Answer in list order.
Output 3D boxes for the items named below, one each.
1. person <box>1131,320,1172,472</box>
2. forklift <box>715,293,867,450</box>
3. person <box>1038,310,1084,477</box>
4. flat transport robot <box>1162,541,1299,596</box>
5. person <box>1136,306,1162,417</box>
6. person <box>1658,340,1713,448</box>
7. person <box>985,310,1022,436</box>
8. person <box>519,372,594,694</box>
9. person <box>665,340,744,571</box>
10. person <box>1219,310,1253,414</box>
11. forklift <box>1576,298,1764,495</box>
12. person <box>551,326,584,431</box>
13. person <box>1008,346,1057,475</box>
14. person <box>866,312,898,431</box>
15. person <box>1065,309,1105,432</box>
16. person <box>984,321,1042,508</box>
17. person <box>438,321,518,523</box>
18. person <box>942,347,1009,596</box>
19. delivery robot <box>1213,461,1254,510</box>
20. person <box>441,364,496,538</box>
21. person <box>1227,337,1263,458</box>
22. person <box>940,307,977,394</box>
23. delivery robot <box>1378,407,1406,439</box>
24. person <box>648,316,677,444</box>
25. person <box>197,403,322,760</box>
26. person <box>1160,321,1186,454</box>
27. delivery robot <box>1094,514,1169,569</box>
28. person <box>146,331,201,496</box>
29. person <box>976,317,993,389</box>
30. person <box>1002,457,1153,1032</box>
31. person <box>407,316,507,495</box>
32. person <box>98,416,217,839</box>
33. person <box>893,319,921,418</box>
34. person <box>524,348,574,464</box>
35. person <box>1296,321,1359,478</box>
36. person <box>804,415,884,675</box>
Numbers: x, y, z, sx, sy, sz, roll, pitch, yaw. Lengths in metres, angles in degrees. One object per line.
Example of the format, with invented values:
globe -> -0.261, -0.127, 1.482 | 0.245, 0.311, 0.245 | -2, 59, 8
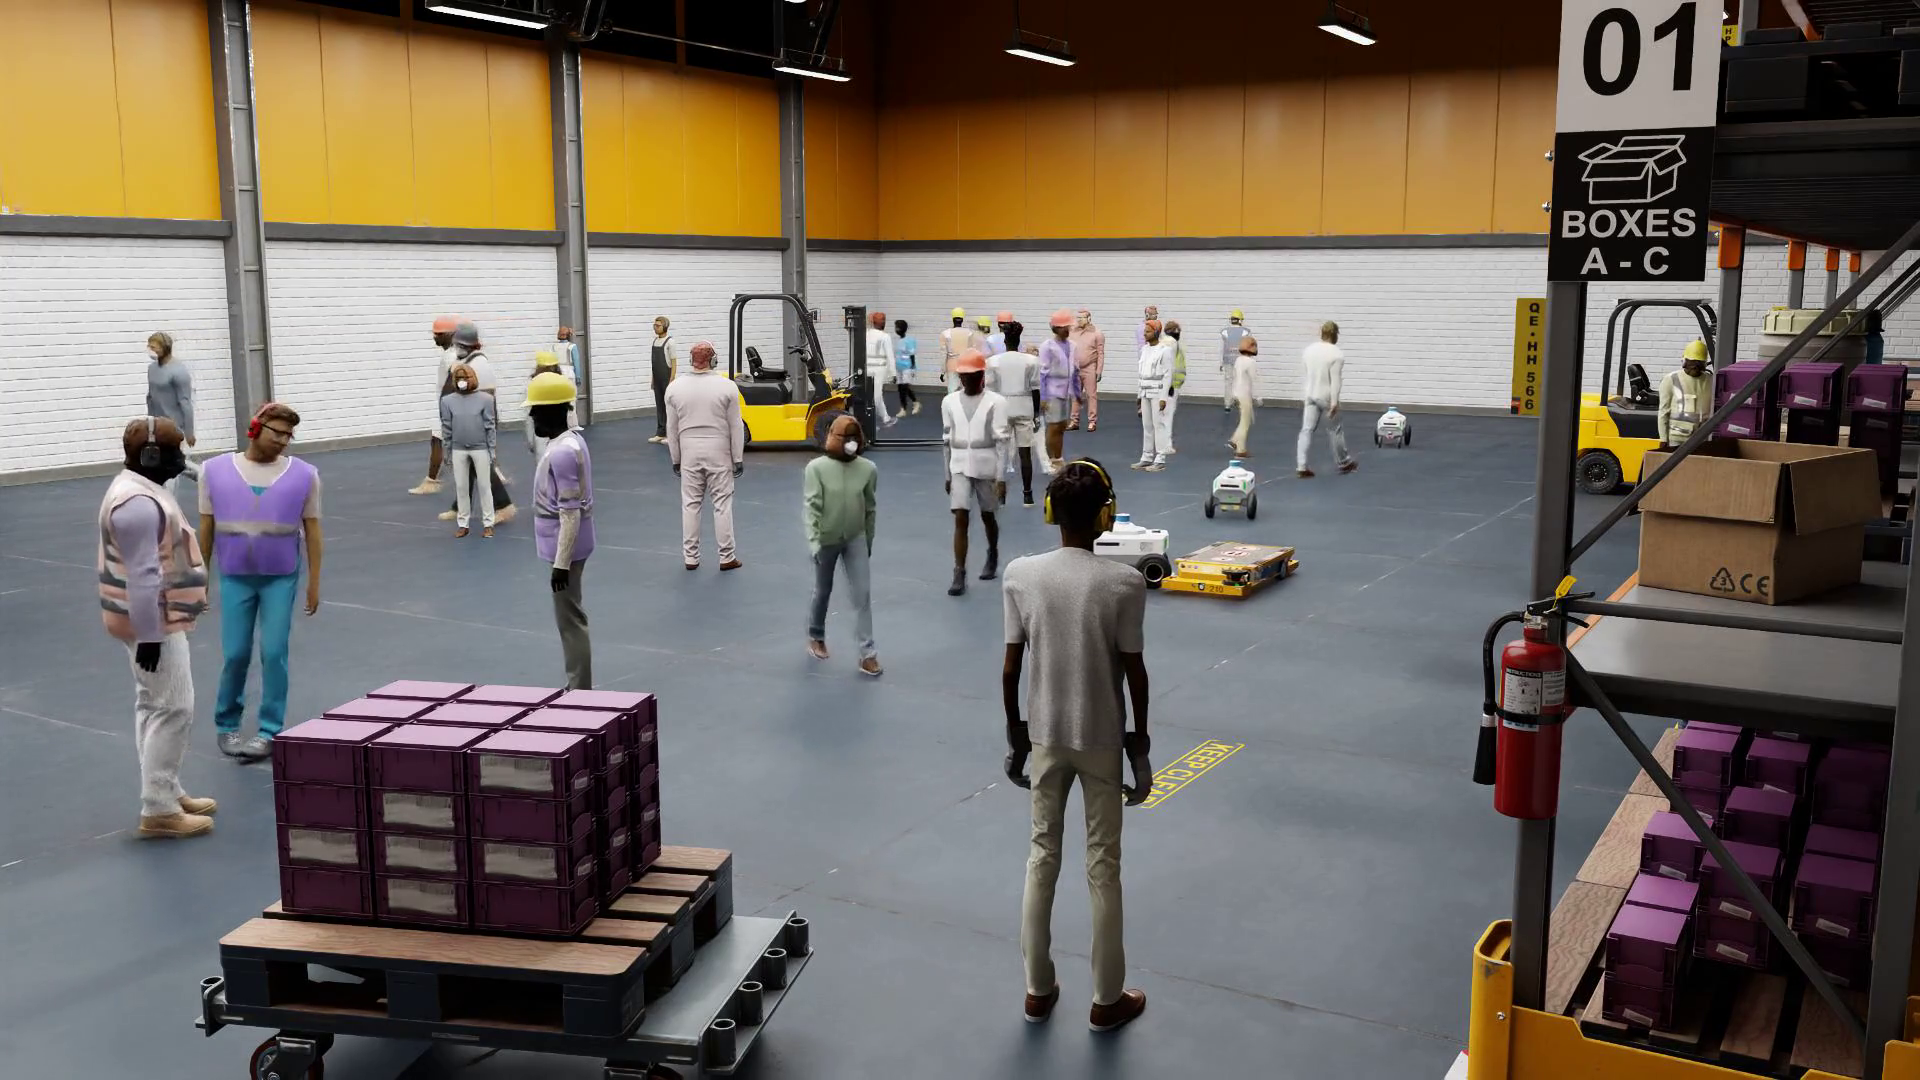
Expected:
person -> 2.395, -1.791, 20.695 | 0.355, 1.883, 0.574 | -5, 10, -29
forklift -> -2.458, -2.344, 23.176 | 2.313, 2.155, 1.214 | 0, 9, -2
person -> 1.250, -1.773, 20.216 | 0.486, 2.022, 0.754 | 8, 12, 41
flat transport robot -> 2.168, 0.212, 13.207 | 0.652, 0.197, 1.431 | 5, 10, 28
person -> 3.269, -3.056, 28.511 | 0.407, 1.906, 0.655 | 6, 11, 33
person -> 6.957, -0.990, 15.879 | 0.592, 1.823, 0.404 | -1, 9, -6
person -> 0.628, -2.303, 23.715 | 0.552, 1.935, 0.373 | 1, 9, 7
person -> -2.183, 0.048, 9.079 | 0.373, 1.924, 0.594 | -2, 9, -13
person -> -2.091, -0.692, 13.756 | 0.643, 1.909, 0.410 | 1, 9, 5
person -> 4.843, -3.124, 29.193 | 0.586, 1.824, 0.403 | 3, 9, 16
forklift -> 7.954, -1.589, 18.462 | 2.313, 2.155, 1.214 | 5, 11, 30
person -> -6.147, -2.516, 25.974 | 0.514, 1.640, 0.309 | 4, 10, 25
person -> 0.823, -1.578, 20.320 | 0.524, 1.577, 0.856 | -6, 11, -33
person -> -1.216, -2.626, 26.037 | 0.616, 1.834, 0.948 | 8, 12, 40
person -> 1.919, -2.642, 25.929 | 0.651, 1.907, 0.409 | 5, 10, 28
person -> 0.553, -1.312, 17.438 | 0.600, 1.967, 0.368 | 0, 9, 0
person -> -4.803, -1.183, 16.407 | 0.651, 2.000, 0.782 | -5, 10, -29
person -> 0.128, -0.561, 13.017 | 0.553, 1.900, 0.992 | 2, 9, 15
delivery robot -> 2.778, -0.560, 16.848 | 0.477, 0.478, 0.707 | 3, 10, 16
person -> -4.563, -0.825, 15.465 | 0.505, 1.626, 0.287 | 0, 9, -2
person -> 3.824, -1.888, 22.135 | 0.353, 1.622, 0.521 | -2, 9, -11
person -> -0.033, -2.679, 26.096 | 0.594, 1.924, 0.381 | -2, 9, -15
delivery robot -> 6.148, -1.651, 23.660 | 0.477, 0.478, 0.707 | 3, 10, 18
person -> -4.289, -2.303, 24.007 | 0.506, 1.847, 0.345 | 8, 12, 42
person -> -3.559, 0.218, 8.440 | 0.621, 1.810, 0.506 | -3, 10, -20
person -> 2.888, -2.092, 22.851 | 0.433, 1.807, 0.726 | 0, 9, 0
delivery robot -> 1.286, 0.035, 13.133 | 0.707, 0.478, 0.477 | 1, 9, 4
person -> -7.803, -1.144, 16.636 | 0.647, 1.907, 0.904 | 8, 12, 40
person -> 0.434, -2.845, 27.709 | 0.742, 1.729, 0.549 | 0, 9, -2
person -> 0.383, 0.666, 5.413 | 0.514, 1.867, 0.328 | 4, 10, 21
person -> -5.603, -1.490, 18.506 | 1.064, 2.003, 0.619 | -1, 9, -7
person -> -3.525, 0.375, 7.313 | 0.429, 1.836, 0.645 | -4, 10, -22
person -> -0.939, -2.906, 28.280 | 0.384, 1.678, 0.583 | -8, 12, -40
person -> -4.057, -1.030, 16.416 | 0.492, 1.728, 0.542 | -6, 11, -33
person -> 4.441, -1.693, 20.101 | 1.049, 1.874, 0.633 | -8, 12, -41
person -> -0.751, 0.009, 10.367 | 0.504, 1.591, 0.846 | -4, 10, -22
